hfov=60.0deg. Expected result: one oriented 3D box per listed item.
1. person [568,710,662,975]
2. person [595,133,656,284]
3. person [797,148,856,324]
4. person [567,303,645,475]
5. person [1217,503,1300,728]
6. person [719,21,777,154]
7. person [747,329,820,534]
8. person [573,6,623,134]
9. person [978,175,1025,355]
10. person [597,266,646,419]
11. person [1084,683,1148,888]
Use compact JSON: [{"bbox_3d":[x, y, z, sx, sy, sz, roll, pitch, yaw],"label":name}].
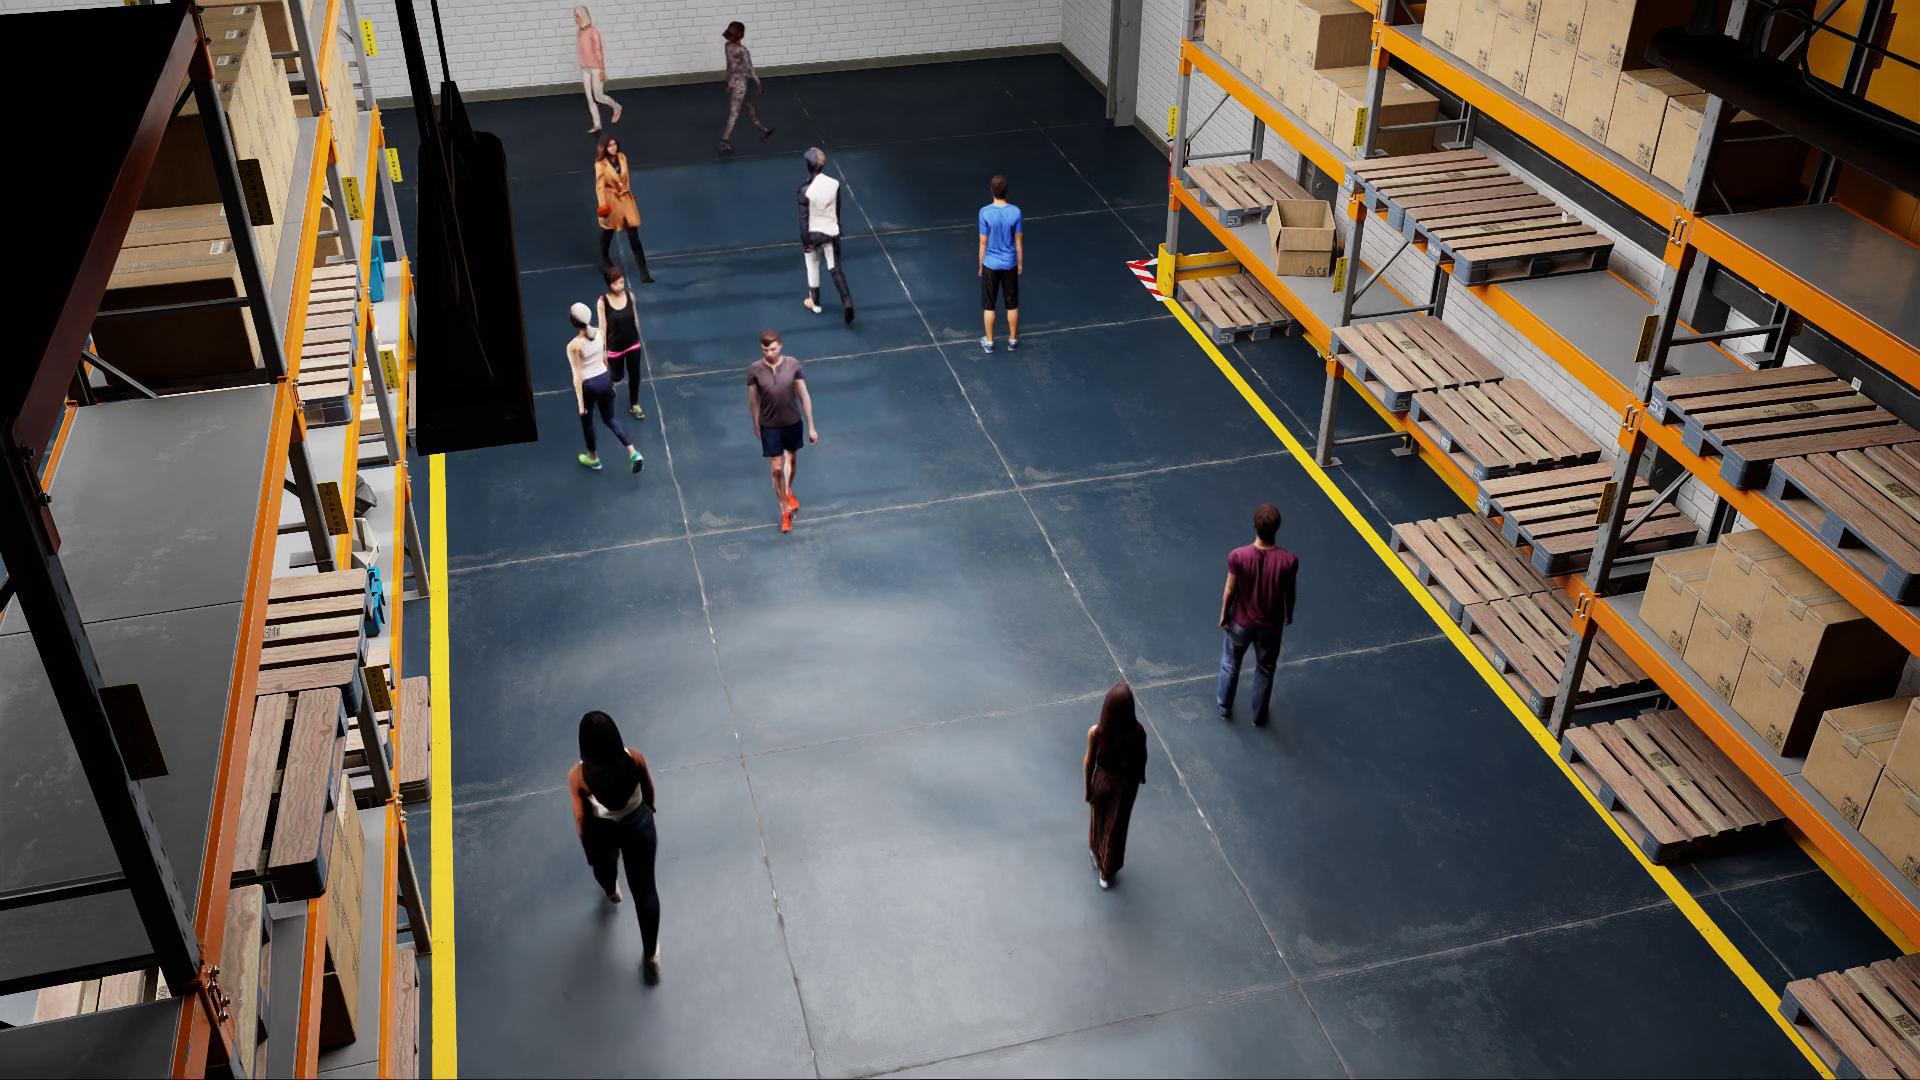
[{"bbox_3d":[-2.029,1.849,10.076,0.653,1.757,1.175,-9,35,-13],"label":"person"},{"bbox_3d":[-3.881,-3.690,18.493,1.086,1.664,1.335,-26,42,-33],"label":"person"},{"bbox_3d":[-1.408,-3.175,17.532,0.836,1.870,1.188,-17,37,-23],"label":"person"},{"bbox_3d":[-3.196,-1.301,14.887,1.123,1.677,0.976,24,40,31],"label":"person"},{"bbox_3d":[2.140,0.569,11.920,0.763,1.847,0.757,7,34,10],"label":"person"},{"bbox_3d":[-2.967,-5.877,21.791,0.947,1.657,1.168,-23,40,-31],"label":"person"},{"bbox_3d":[-1.556,-1.046,14.372,0.685,1.823,0.910,-11,35,-16],"label":"person"},{"bbox_3d":[-4.901,-6.386,22.505,0.868,1.713,0.908,26,41,33],"label":"person"},{"bbox_3d":[0.408,-2.807,16.983,0.641,1.865,0.590,-4,34,-5],"label":"person"},{"bbox_3d":[-3.271,-1.929,15.958,0.705,1.539,0.863,-23,40,-30],"label":"person"},{"bbox_3d":[0.987,1.608,10.627,0.673,1.548,0.744,6,34,8],"label":"person"}]
